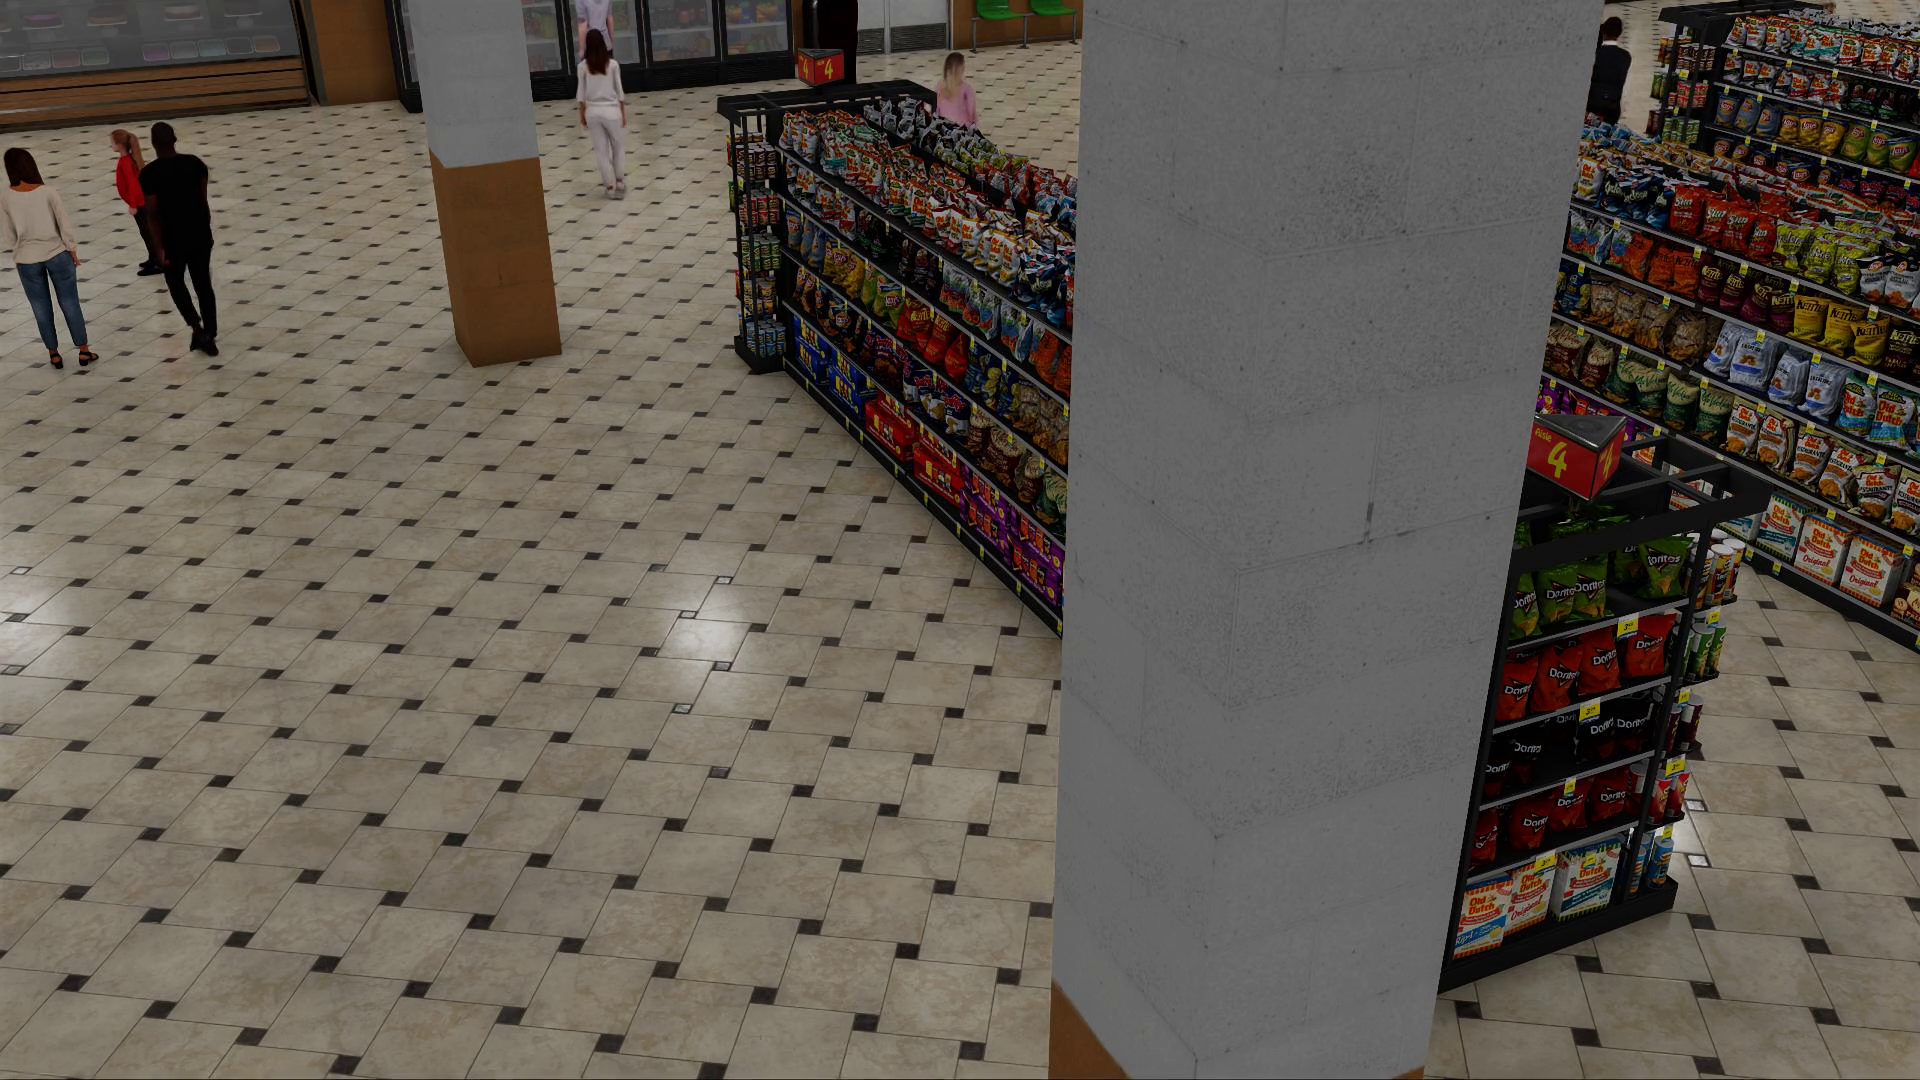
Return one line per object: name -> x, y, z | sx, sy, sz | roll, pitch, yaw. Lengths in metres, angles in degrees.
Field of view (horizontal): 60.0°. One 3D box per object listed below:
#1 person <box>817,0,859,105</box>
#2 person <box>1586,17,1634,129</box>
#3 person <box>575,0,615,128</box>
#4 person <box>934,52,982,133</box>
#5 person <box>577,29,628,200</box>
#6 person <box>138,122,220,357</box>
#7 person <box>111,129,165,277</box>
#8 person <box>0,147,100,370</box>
person -> -1.515, -6.281, 20.681 | 0.729, 1.757, 0.694 | -5, 27, -9
person -> 6.211, -4.063, 16.145 | 0.827, 1.905, 0.871 | 2, 27, 4
person -> -4.312, -5.842, 19.728 | 0.738, 1.837, 0.750 | 21, 33, 35
person -> -0.082, -3.753, 15.788 | 0.649, 1.675, 0.754 | 20, 33, 34
person -> -3.607, -4.288, 16.839 | 0.708, 1.678, 0.762 | -5, 27, -11
person -> -5.869, -2.259, 12.693 | 0.764, 1.810, 0.785 | -23, 35, -37
person -> -7.291, -3.003, 14.745 | 0.575, 1.280, 0.443 | -8, 28, -16
person -> -6.927, -2.125, 12.571 | 0.656, 1.680, 0.590 | -7, 28, -14
